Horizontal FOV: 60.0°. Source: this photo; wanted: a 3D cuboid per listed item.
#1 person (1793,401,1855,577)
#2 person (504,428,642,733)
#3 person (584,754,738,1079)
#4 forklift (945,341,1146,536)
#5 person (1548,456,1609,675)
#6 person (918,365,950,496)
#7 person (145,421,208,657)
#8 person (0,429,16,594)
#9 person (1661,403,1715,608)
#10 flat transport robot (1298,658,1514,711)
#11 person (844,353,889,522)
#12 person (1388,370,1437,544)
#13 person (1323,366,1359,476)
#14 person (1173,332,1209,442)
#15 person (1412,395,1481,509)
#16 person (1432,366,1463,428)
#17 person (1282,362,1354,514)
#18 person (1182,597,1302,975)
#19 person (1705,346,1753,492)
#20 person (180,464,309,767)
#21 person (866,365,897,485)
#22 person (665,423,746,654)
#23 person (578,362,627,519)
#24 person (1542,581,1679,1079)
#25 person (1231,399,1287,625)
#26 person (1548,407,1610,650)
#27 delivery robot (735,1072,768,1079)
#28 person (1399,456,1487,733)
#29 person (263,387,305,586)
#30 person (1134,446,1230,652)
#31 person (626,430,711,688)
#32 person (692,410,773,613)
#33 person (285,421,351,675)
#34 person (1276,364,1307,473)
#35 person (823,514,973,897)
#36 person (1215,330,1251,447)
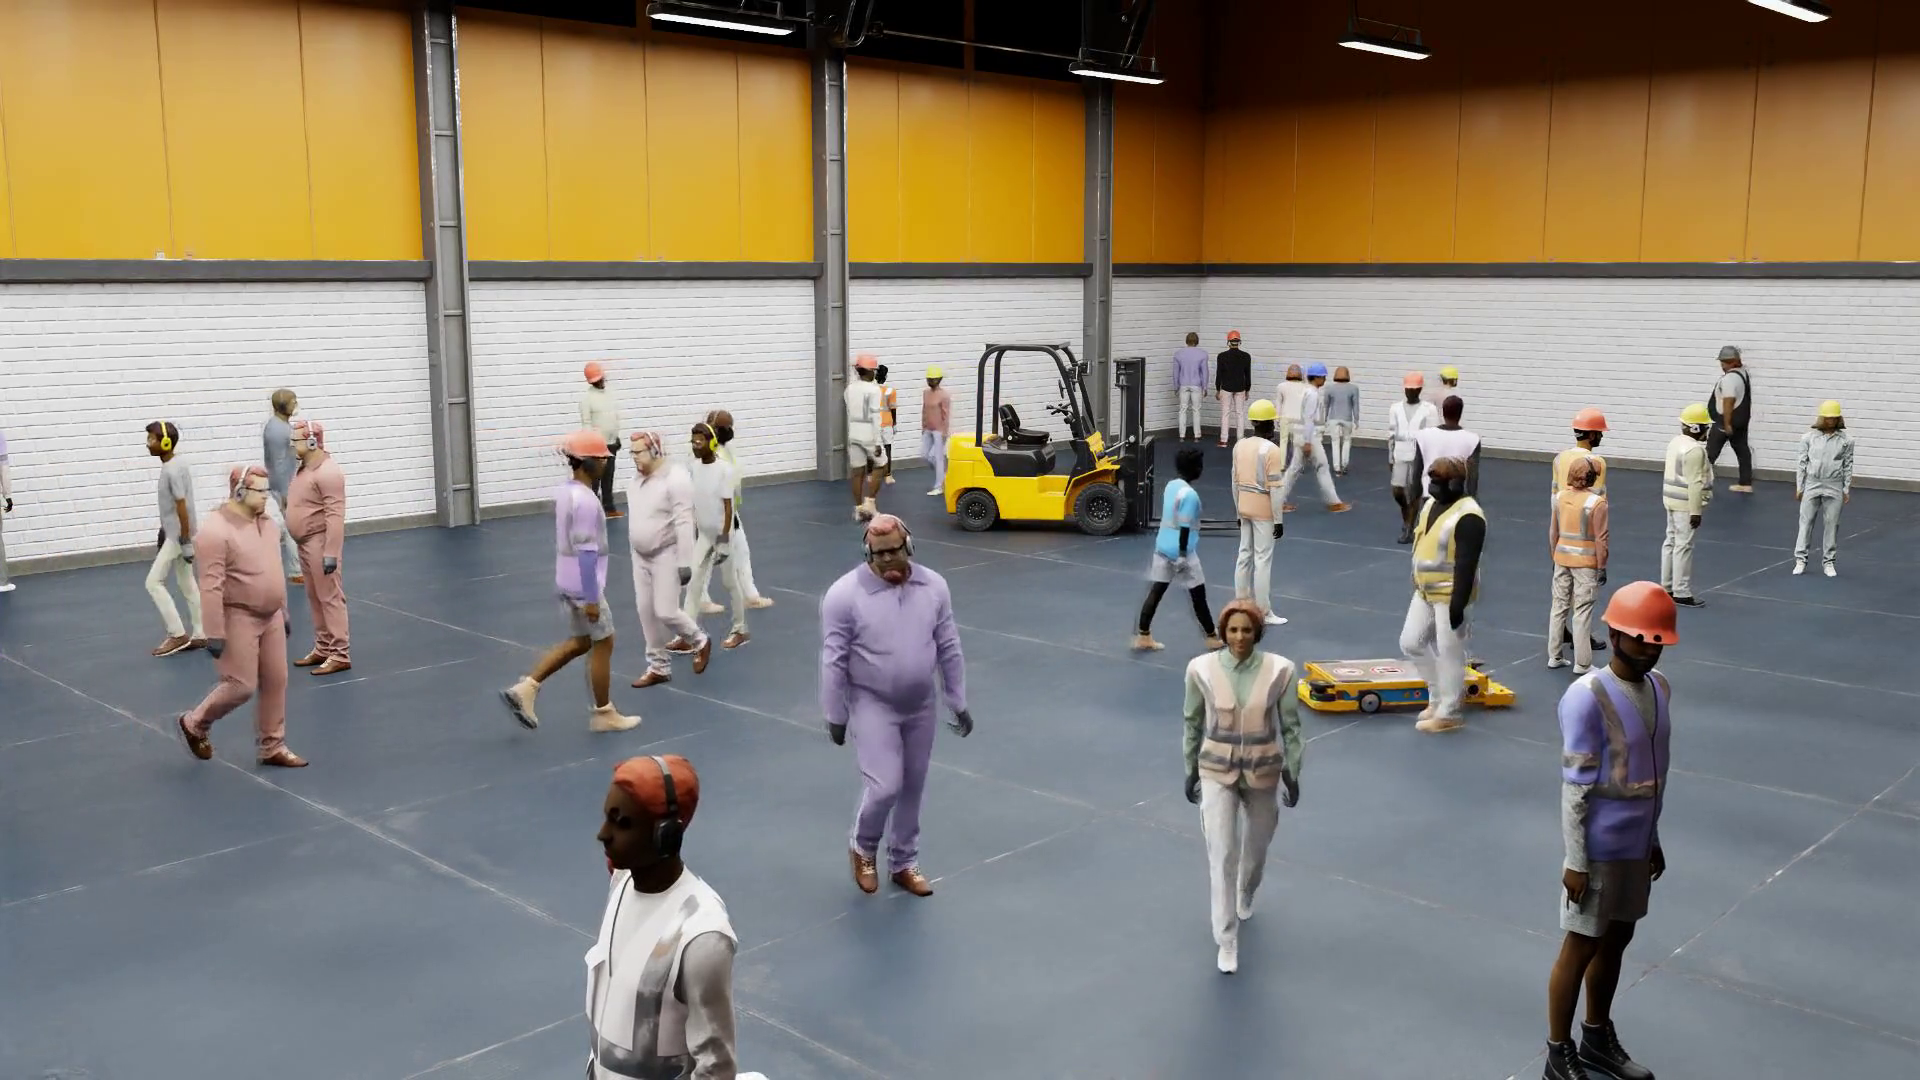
[{"bbox_3d":[8.532,-0.504,16.429,0.494,1.742,0.308,4,10,23],"label":"person"},{"bbox_3d":[-2.513,0.288,10.737,0.780,2.023,0.627,-4,10,-26],"label":"person"},{"bbox_3d":[-0.739,1.438,4.087,0.356,1.884,0.574,-6,11,-34],"label":"person"},{"bbox_3d":[0.977,-1.223,19.452,2.313,2.155,1.214,2,9,11],"label":"forklift"},{"bbox_3d":[4.632,0.193,12.466,0.306,1.640,0.521,-5,10,-27],"label":"person"},{"bbox_3d":[-0.330,-1.466,22.271,0.397,1.751,0.553,-8,12,-41],"label":"person"},{"bbox_3d":[-6.236,-0.012,13.097,0.589,1.850,0.513,-3,10,-20],"label":"person"},{"bbox_3d":[-9.150,-0.444,15.482,0.590,1.930,0.359,-4,10,-21],"label":"person"},{"bbox_3d":[6.559,-0.316,14.998,0.404,1.832,0.592,1,9,3],"label":"person"},{"bbox_3d":[3.073,1.004,11.682,1.431,0.197,0.652,-1,9,-7],"label":"flat transport robot"},{"bbox_3d":[-1.112,-1.222,19.951,0.631,2.024,0.470,9,13,43],"label":"person"},{"bbox_3d":[5.029,-0.929,18.486,0.546,1.922,0.570,6,11,31],"label":"person"},{"bbox_3d":[5.610,-1.766,24.529,0.529,1.607,0.645,2,9,12],"label":"person"},{"bbox_3d":[4.039,-2.673,29.128,0.630,1.938,0.369,4,10,23],"label":"person"},{"bbox_3d":[4.495,-0.405,15.443,0.610,1.878,0.997,3,10,19],"label":"person"},{"bbox_3d":[6.502,-1.441,22.138,0.368,1.752,0.533,-2,9,-12],"label":"person"},{"bbox_3d":[4.367,-1.265,20.634,0.994,1.895,0.630,0,9,3],"label":"person"},{"bbox_3d":[1.253,1.028,7.427,0.521,1.609,0.775,1,9,6],"label":"person"},{"bbox_3d":[10.435,-1.688,22.774,0.695,2.000,1.004,-8,12,-40],"label":"person"},{"bbox_3d":[-4.366,0.475,10.033,0.664,1.878,0.689,2,10,13],"label":"person"},{"bbox_3d":[-1.126,-1.623,23.458,0.532,1.690,0.322,4,10,21],"label":"person"},{"bbox_3d":[-1.986,0.003,13.040,0.543,1.828,0.902,6,11,34],"label":"person"},{"bbox_3d":[-4.270,-1.182,20.005,0.385,1.945,0.746,5,11,28],"label":"person"},{"bbox_3d":[2.397,1.094,6.041,0.550,1.933,0.371,-7,11,-35],"label":"person"},{"bbox_3d":[2.557,-0.236,14.212,0.358,1.930,0.585,-5,11,-30],"label":"person"},{"bbox_3d":[4.974,-0.091,13.297,0.357,1.936,0.551,-3,10,-20],"label":"person"},{"bbox_3d":[-0.672,1.892,5.081,0.477,0.478,0.707,-3,10,-19],"label":"delivery robot"},{"bbox_3d":[3.153,0.363,10.847,0.450,1.828,0.656,-2,9,-12],"label":"person"},{"bbox_3d":[-6.490,-0.496,15.839,0.663,1.921,0.643,-3,10,-18],"label":"person"},{"bbox_3d":[1.779,0.078,13.142,0.858,1.644,0.540,-3,10,-16],"label":"person"},{"bbox_3d":[-2.161,0.128,12.113,0.663,1.884,0.523,7,12,38],"label":"person"},{"bbox_3d":[-2.014,-0.234,14.573,0.819,1.807,0.631,2,9,12],"label":"person"},{"bbox_3d":[-4.847,0.055,12.501,0.403,1.906,0.651,-7,12,-38],"label":"person"},{"bbox_3d":[4.929,-1.788,24.665,0.494,1.624,0.282,3,10,17],"label":"person"},{"bbox_3d":[-0.298,0.800,7.975,0.678,1.883,0.419,-6,11,-33],"label":"person"},{"bbox_3d":[4.653,-2.571,28.358,0.617,1.990,0.402,-1,9,-9],"label":"person"}]
